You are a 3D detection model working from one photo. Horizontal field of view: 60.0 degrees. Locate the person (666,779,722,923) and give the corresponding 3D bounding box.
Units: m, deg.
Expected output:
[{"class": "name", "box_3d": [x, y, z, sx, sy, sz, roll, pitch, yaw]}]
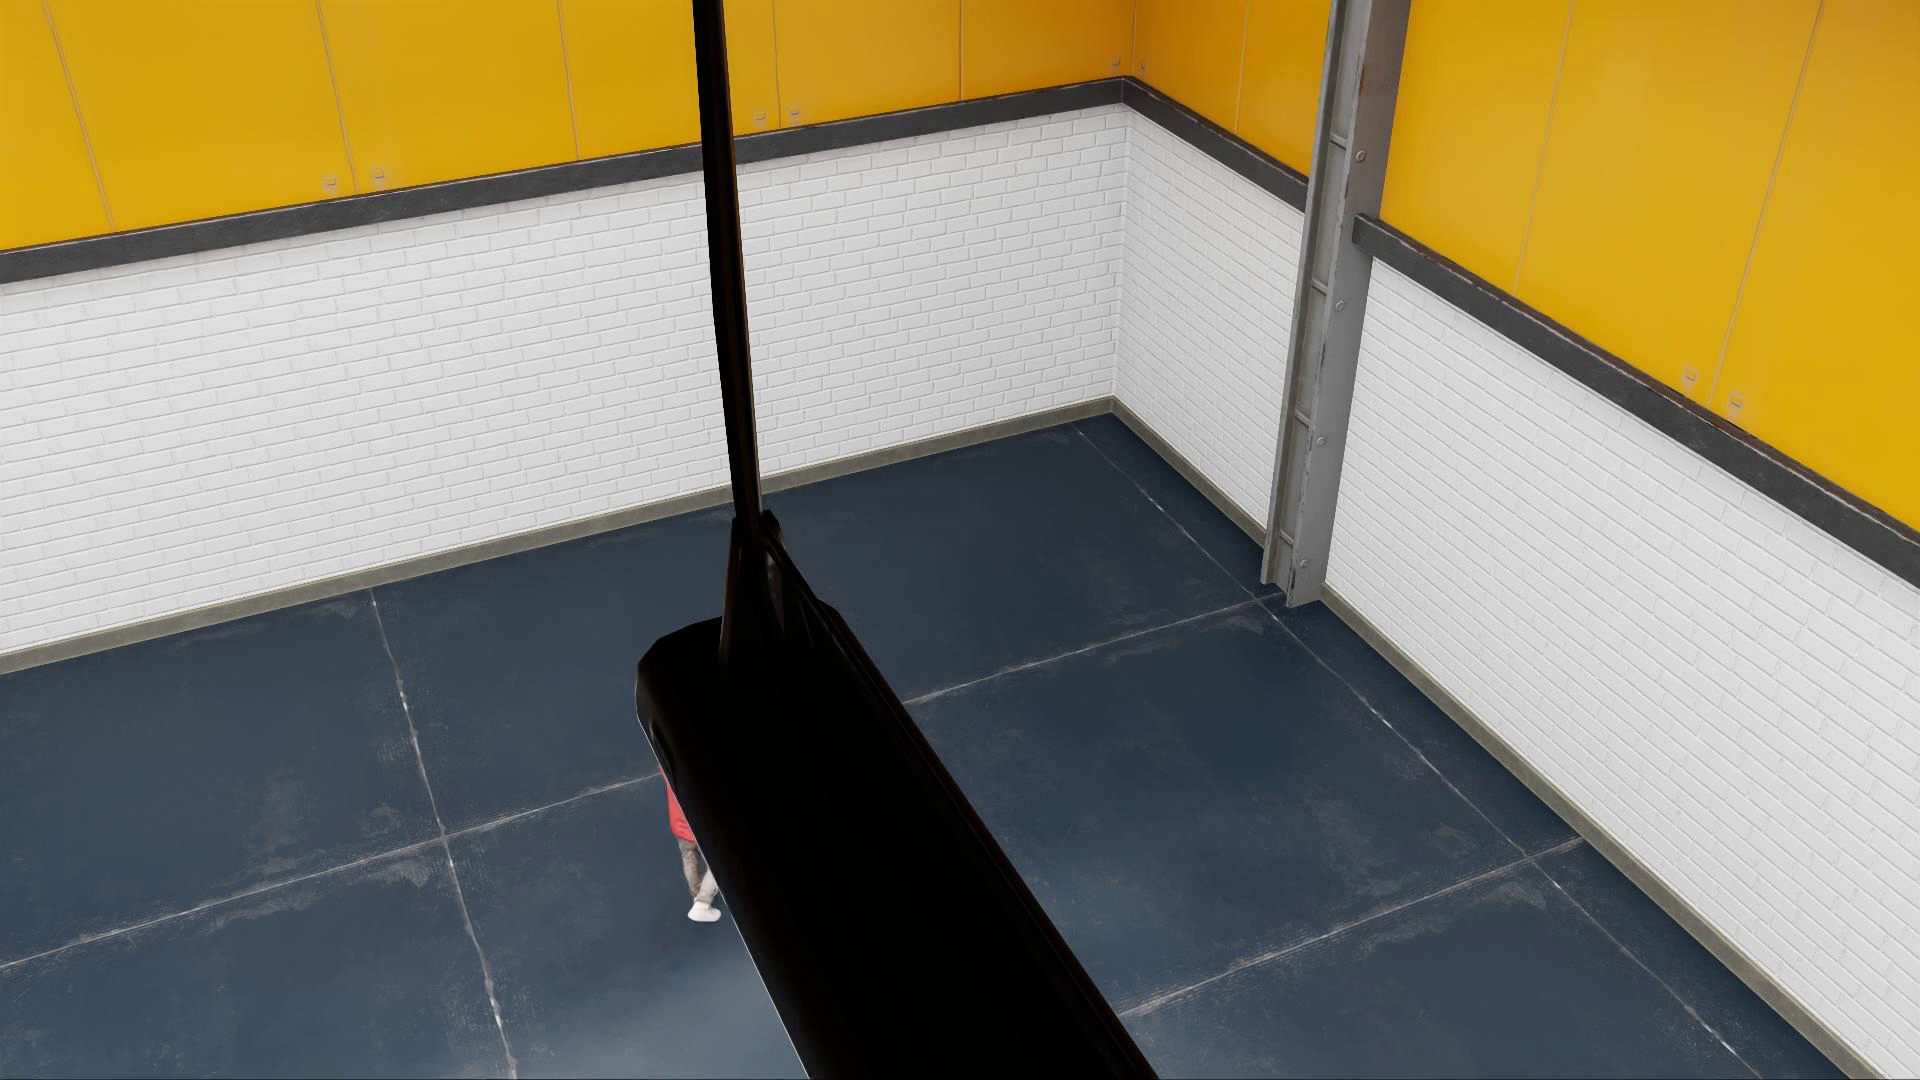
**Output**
[{"class": "person", "box_3d": [-1.535, 1.625, 9.413, 0.697, 1.411, 0.752, 16, 37, 23]}]
